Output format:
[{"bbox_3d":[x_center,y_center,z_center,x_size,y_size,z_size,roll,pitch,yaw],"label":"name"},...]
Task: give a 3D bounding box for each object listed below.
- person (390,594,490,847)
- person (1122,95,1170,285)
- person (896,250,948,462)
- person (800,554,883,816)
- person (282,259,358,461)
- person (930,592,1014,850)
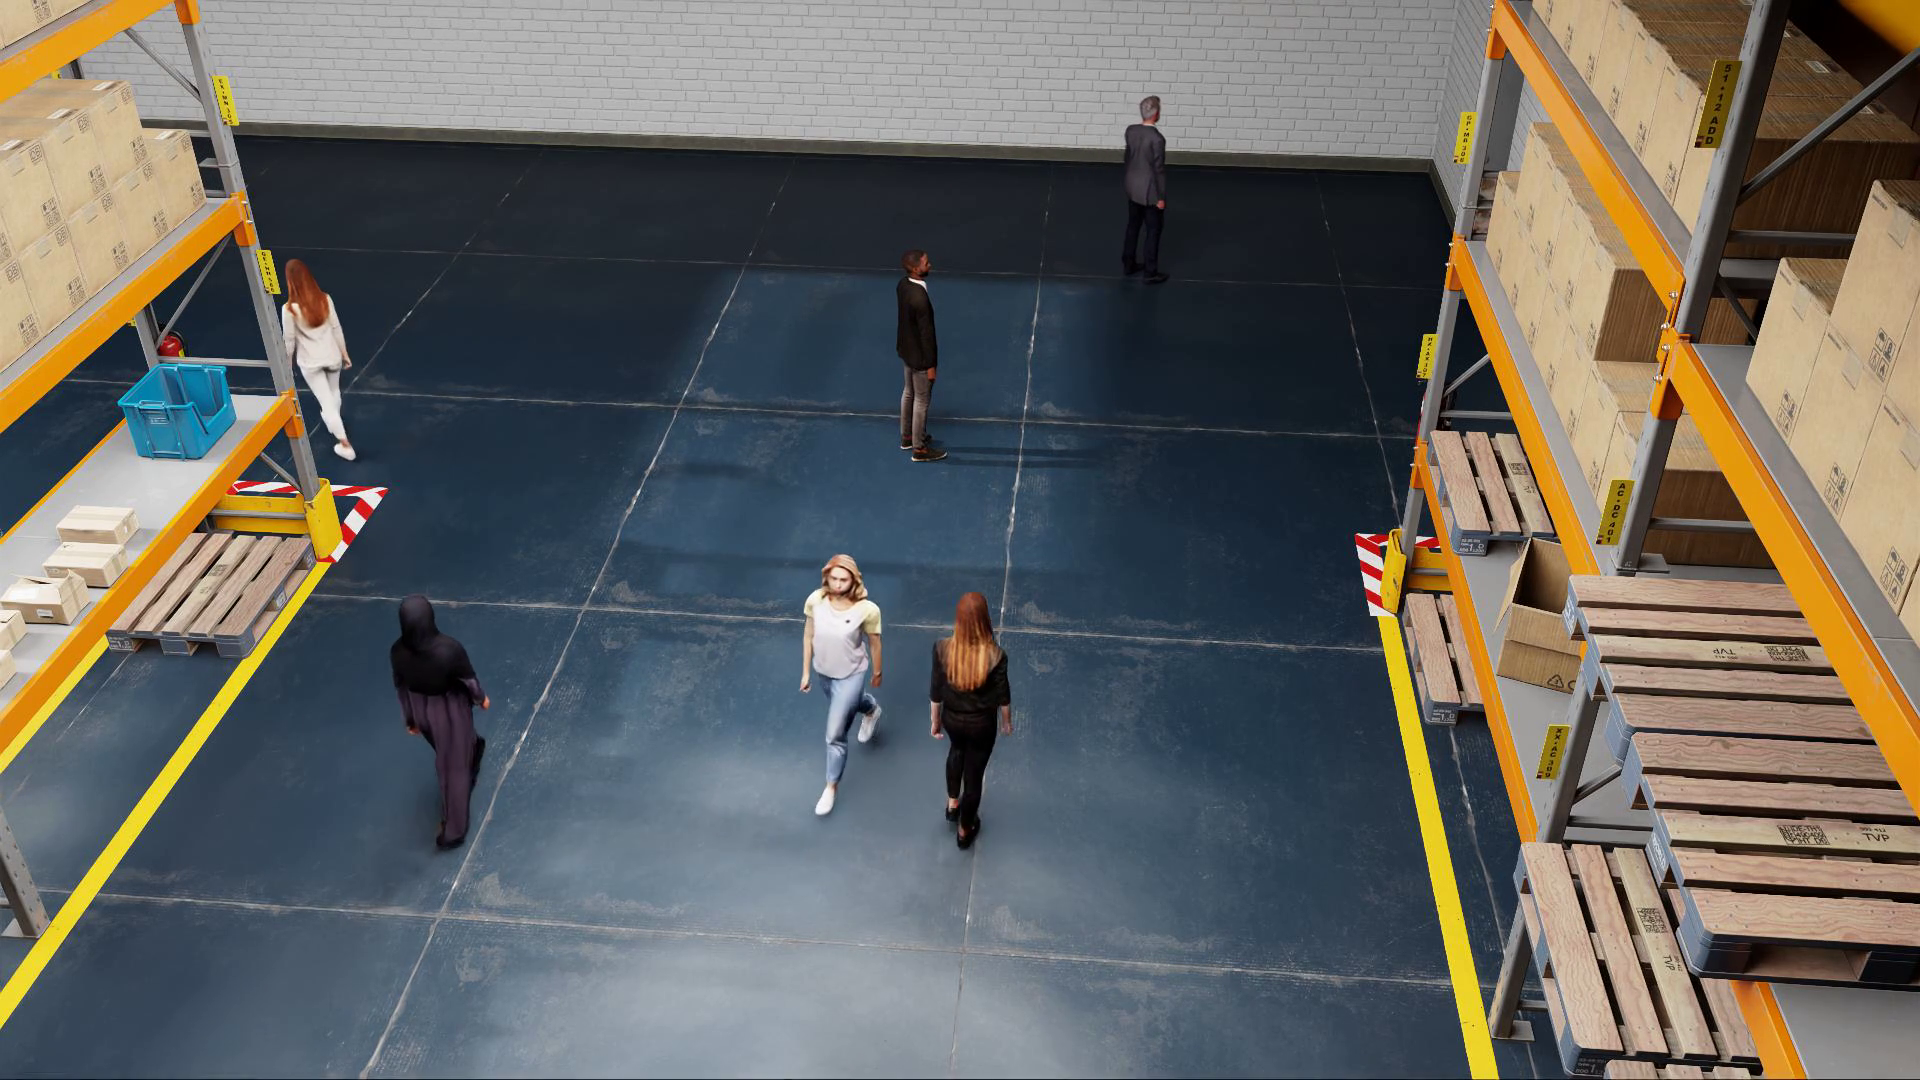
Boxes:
[{"bbox_3d":[-3.044,1.042,9.685,0.656,1.608,1.111,6,34,8],"label":"person"},{"bbox_3d":[1.788,-3.416,16.186,0.893,1.835,0.811,-21,39,-29],"label":"person"},{"bbox_3d":[-0.341,-1.485,13.313,0.803,1.800,0.671,-13,36,-19],"label":"person"},{"bbox_3d":[-0.681,0.756,10.046,0.845,1.684,1.241,13,36,18],"label":"person"},{"bbox_3d":[-5.070,-1.400,13.286,0.990,1.688,1.026,-28,43,-35],"label":"person"},{"bbox_3d":[0.020,1.092,9.528,0.676,1.699,0.705,13,36,18],"label":"person"}]
